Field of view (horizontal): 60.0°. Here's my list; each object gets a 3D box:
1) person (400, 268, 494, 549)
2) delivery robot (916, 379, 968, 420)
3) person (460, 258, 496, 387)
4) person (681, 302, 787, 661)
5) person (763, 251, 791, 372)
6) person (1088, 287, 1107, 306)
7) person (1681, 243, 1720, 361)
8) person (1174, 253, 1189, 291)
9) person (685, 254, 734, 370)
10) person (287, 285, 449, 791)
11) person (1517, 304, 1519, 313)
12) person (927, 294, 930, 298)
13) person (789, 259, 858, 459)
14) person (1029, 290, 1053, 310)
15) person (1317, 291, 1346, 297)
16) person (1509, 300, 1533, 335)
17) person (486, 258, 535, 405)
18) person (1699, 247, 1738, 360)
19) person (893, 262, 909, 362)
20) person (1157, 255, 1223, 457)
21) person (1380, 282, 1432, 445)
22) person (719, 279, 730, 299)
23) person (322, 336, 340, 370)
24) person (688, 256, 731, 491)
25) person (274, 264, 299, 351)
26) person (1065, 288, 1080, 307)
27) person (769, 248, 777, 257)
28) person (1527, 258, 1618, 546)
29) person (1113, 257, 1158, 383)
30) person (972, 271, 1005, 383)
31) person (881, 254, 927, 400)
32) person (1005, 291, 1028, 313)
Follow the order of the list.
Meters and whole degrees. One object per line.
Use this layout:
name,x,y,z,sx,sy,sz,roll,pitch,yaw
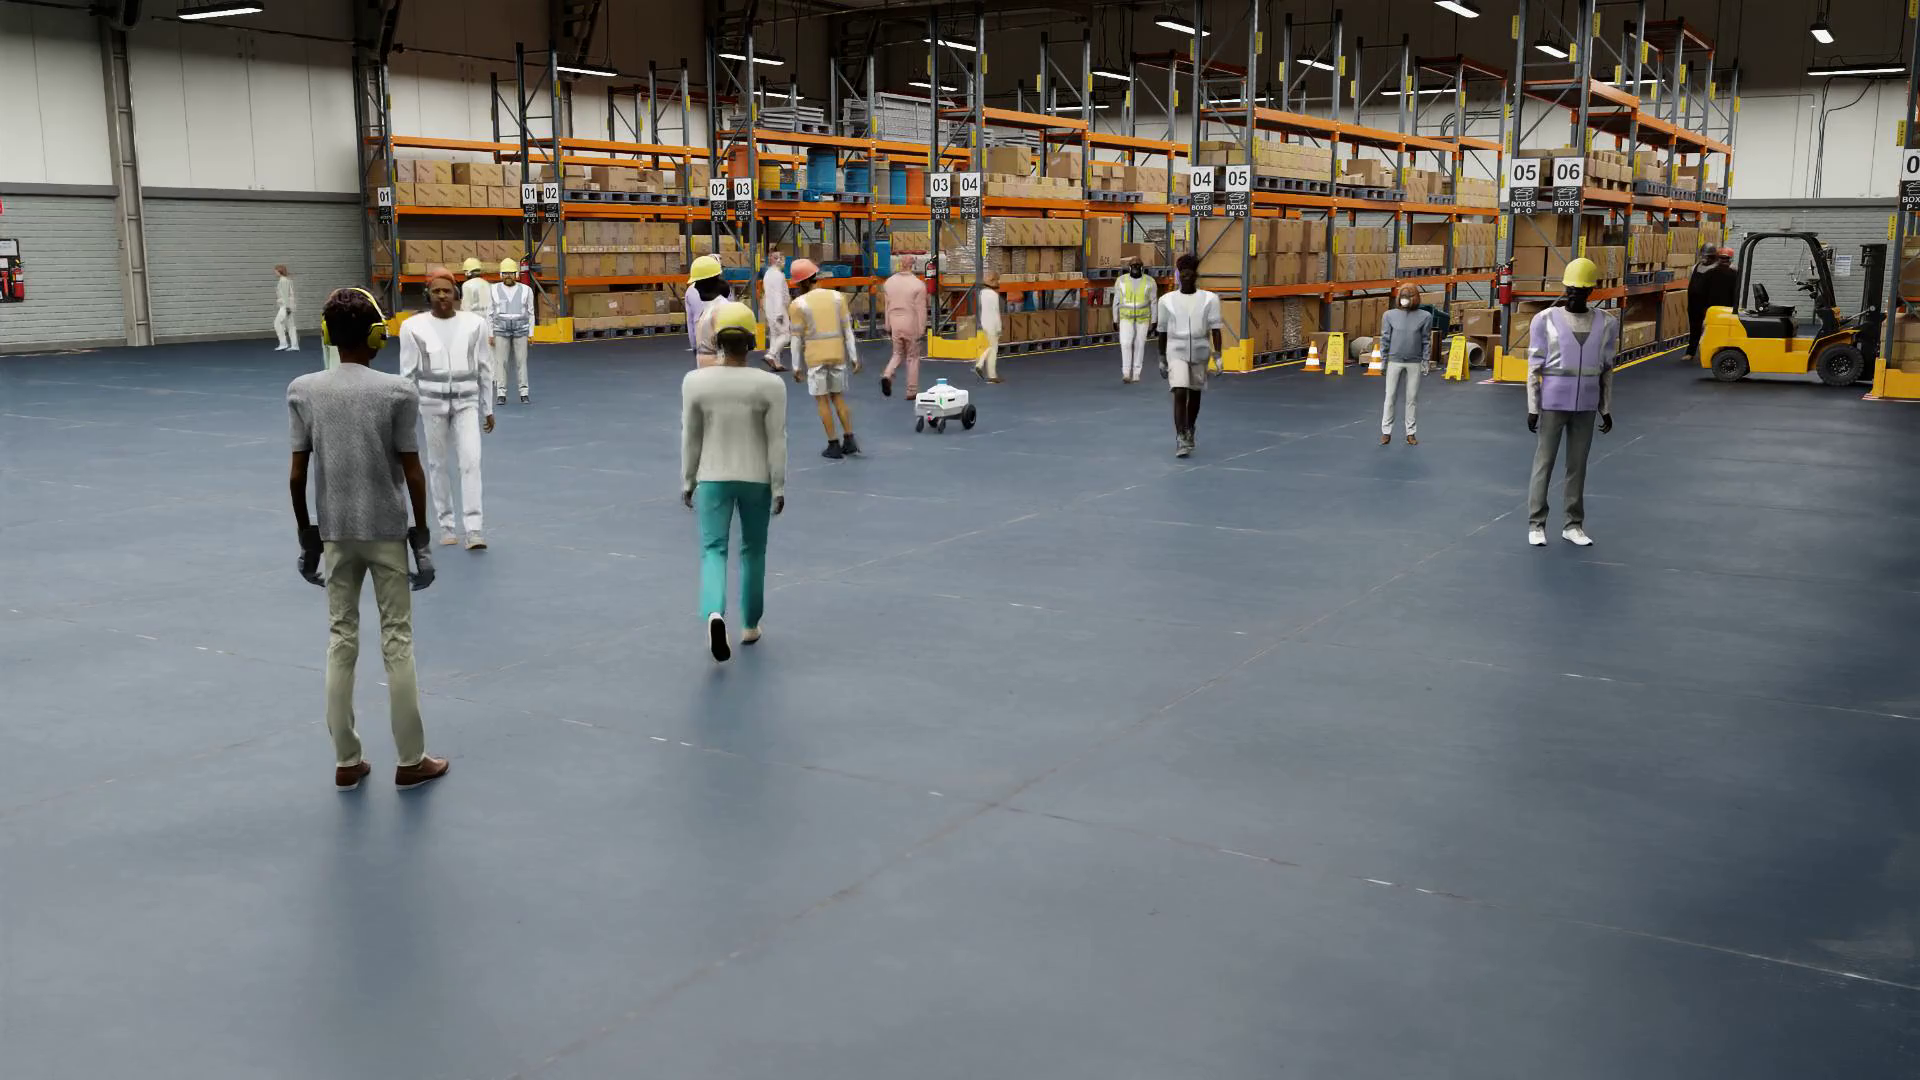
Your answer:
person,-3.359,-0.844,10.946,0.602,1.848,0.865,-4,11,-22
delivery robot,-0.191,-1.502,17.991,0.477,0.478,0.707,5,12,25
person,-6.892,-3.053,23.436,0.788,1.799,0.626,4,11,23
person,-1.107,-0.290,8.142,0.526,1.741,0.767,0,10,-2
person,-2.849,-3.579,26.144,0.419,1.892,0.672,-4,11,-20
person,3.167,-5.758,38.733,0.522,1.761,0.322,-1,10,-3
person,12.703,-4.050,28.375,0.536,2.000,0.681,-8,13,-38
person,4.326,-4.504,31.473,0.571,1.840,0.373,1,10,4
person,-2.603,-2.087,17.752,0.639,1.911,0.406,6,12,30
person,-2.202,0.002,6.156,0.514,1.871,0.327,0,10,3
person,13.207,-5.857,39.078,0.522,1.839,0.811,2,10,12
person,-1.017,-7.576,48.765,0.897,1.823,0.528,-5,11,-27
person,-1.296,-1.696,15.650,0.639,1.872,0.429,-5,11,-27
person,1.785,-5.434,36.442,0.363,1.940,0.639,-8,13,-38
person,8.296,-5.550,37.204,0.668,1.887,0.446,7,12,35
person,10.594,-4.612,31.518,0.606,2.044,0.374,8,13,38
person,-5.648,-2.617,20.928,0.587,1.833,0.404,-3,11,-17
person,12.729,-3.932,27.939,0.866,1.967,0.624,-9,14,-42
person,-0.985,-3.894,28.429,0.488,1.710,0.856,-2,10,-10
person,2.207,-1.787,16.044,0.616,1.920,0.998,0,10,2
person,4.486,-1.772,16.757,0.501,1.632,0.288,2,10,11
person,-2.360,-1.743,16.436,0.548,1.681,0.377,8,13,36
person,-5.306,-1.342,14.415,0.511,1.637,0.408,6,12,32
person,-1.977,-1.309,13.367,0.383,1.917,0.584,-3,10,-14
person,-12.702,-4.339,31.142,0.563,1.616,0.548,-4,11,-20
person,2.875,-6.093,40.287,0.629,1.881,1.063,5,11,26
person,-4.925,-6.810,44.204,0.615,1.905,0.636,8,13,39
person,4.088,-0.913,11.129,0.589,1.924,0.383,0,10,-2
person,2.544,-3.178,24.132,0.660,1.806,0.873,1,10,5
person,0.448,-3.074,24.057,0.372,1.621,0.530,-4,11,-21
person,-0.717,-2.729,21.397,0.655,1.888,0.555,6,12,31
person,1.180,-5.025,34.864,0.535,1.681,0.378,7,12,33
